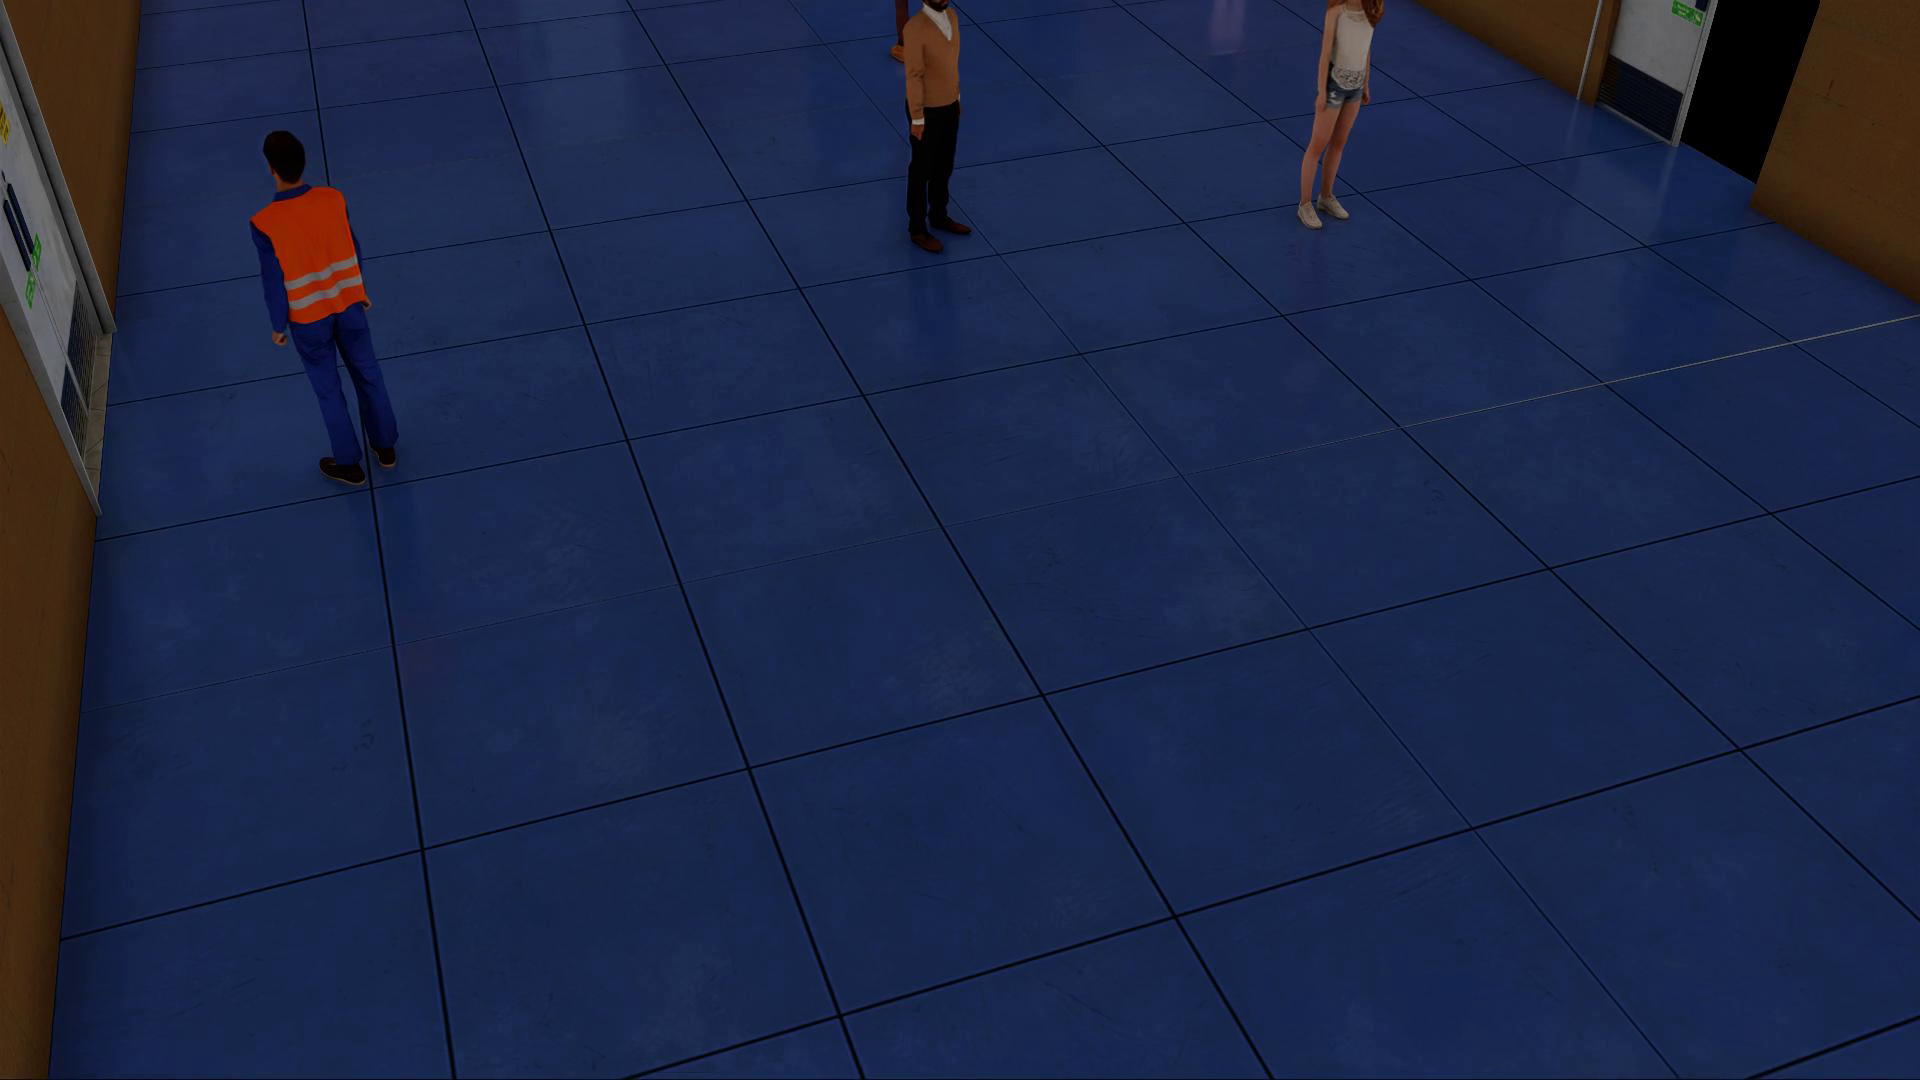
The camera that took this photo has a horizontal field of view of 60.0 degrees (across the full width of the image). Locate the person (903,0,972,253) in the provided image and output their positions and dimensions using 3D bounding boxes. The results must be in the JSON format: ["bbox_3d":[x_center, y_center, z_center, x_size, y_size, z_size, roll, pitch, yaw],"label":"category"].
[{"bbox_3d":[-0.163,-2.702,10.403,0.815,1.754,0.724,21,42,26],"label":"person"}]

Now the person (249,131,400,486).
[{"bbox_3d":[-3.140,-1.129,8.215,0.840,1.864,0.717,28,45,32],"label":"person"}]

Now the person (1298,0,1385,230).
[{"bbox_3d":[2.417,-2.883,10.641,0.513,1.759,0.672,-20,41,-25],"label":"person"}]
